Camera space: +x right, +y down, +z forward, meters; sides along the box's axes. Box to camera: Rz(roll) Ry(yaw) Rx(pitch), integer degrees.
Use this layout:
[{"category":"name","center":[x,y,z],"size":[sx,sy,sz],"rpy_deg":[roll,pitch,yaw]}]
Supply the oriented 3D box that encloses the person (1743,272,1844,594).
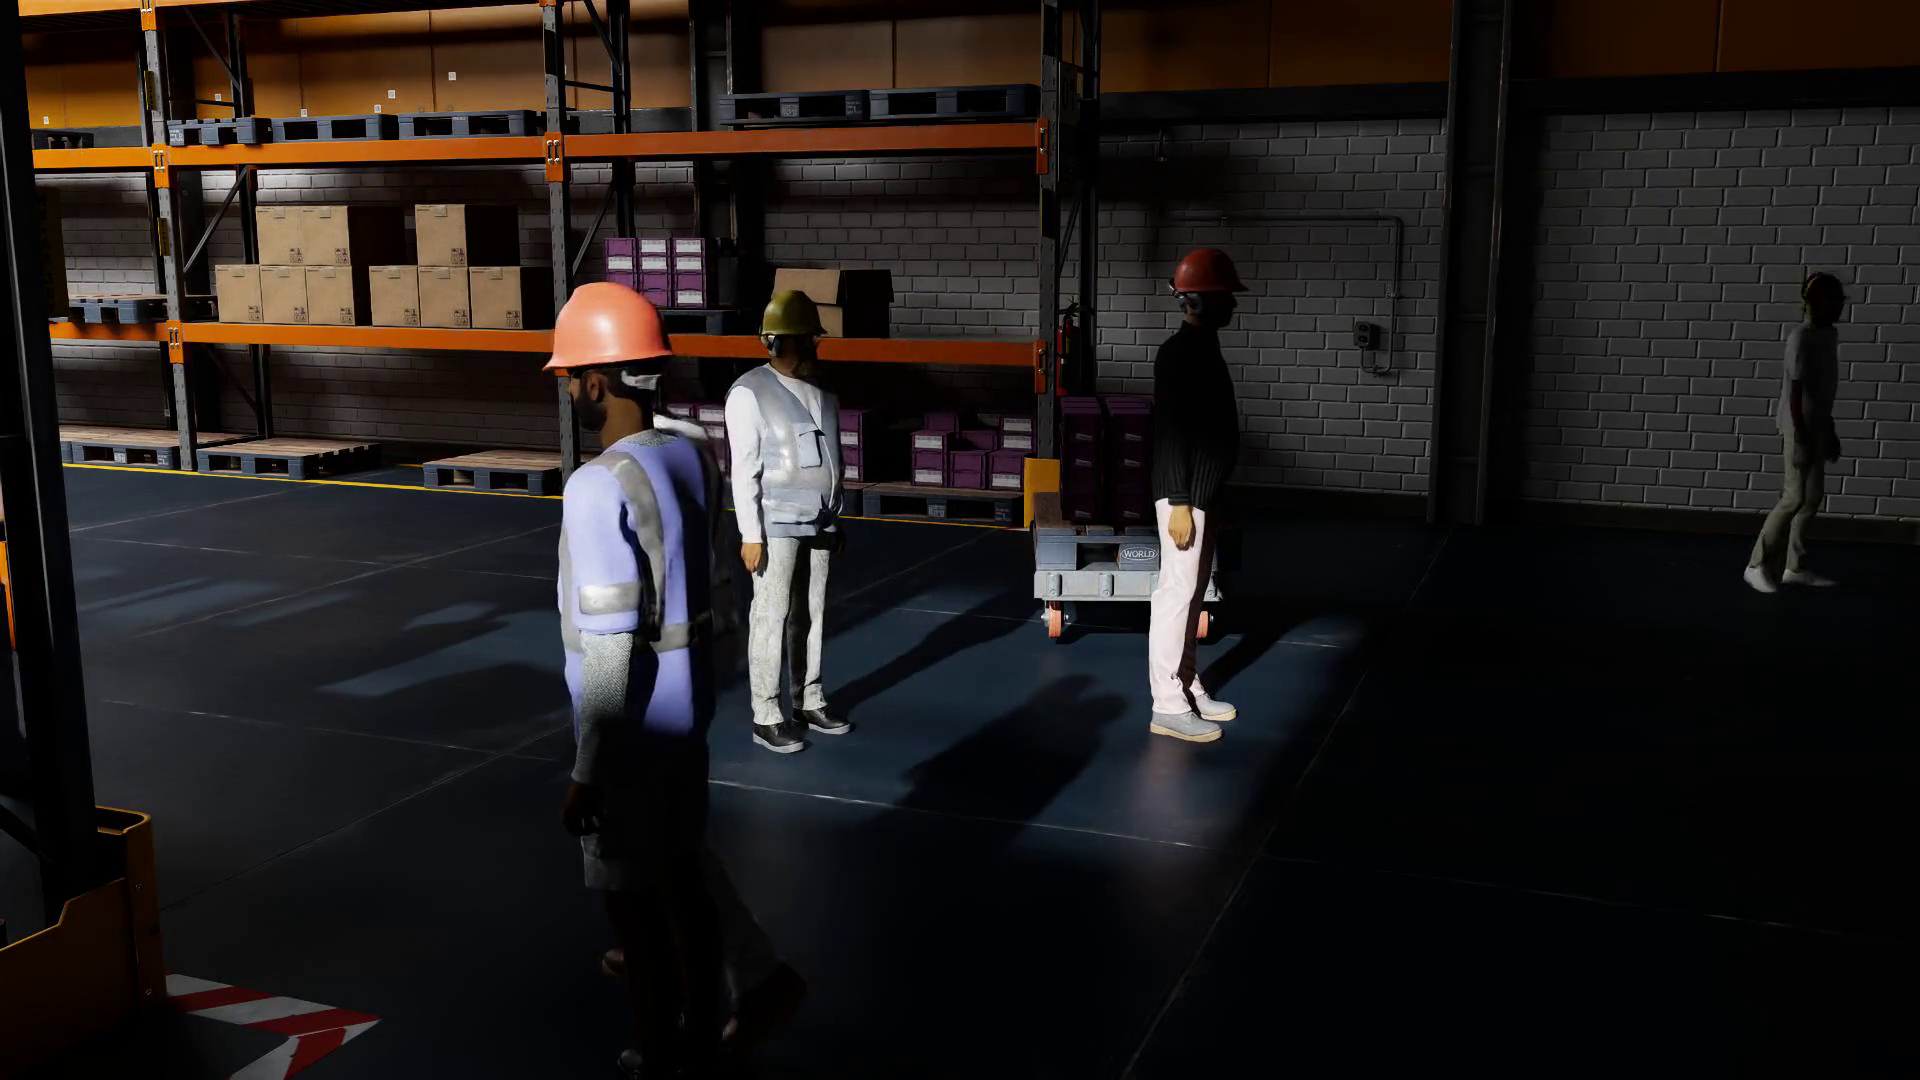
[{"category":"person","center":[4.884,-0.610,9.637],"size":[0.606,1.848,0.413],"rpy_deg":[-9,14,-41]}]

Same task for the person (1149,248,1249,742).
[{"category":"person","center":[0.973,-0.190,6.841],"size":[0.379,1.996,0.609],"rpy_deg":[4,11,22]}]

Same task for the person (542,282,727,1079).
[{"category":"person","center":[-0.733,0.405,3.696],"size":[0.364,1.934,0.553],"rpy_deg":[3,11,15]}]

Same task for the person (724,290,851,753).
[{"category":"person","center":[-0.663,-0.080,6.683],"size":[0.404,1.832,0.600],"rpy_deg":[7,12,34]}]

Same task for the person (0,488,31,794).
[{"category":"person","center":[-3.668,0.064,6.079],"size":[0.528,1.764,0.330],"rpy_deg":[-1,10,-5]}]

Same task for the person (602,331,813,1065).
[{"category":"person","center":[-0.676,0.336,4.286],"size":[0.704,1.869,0.704],"rpy_deg":[2,10,12]}]
